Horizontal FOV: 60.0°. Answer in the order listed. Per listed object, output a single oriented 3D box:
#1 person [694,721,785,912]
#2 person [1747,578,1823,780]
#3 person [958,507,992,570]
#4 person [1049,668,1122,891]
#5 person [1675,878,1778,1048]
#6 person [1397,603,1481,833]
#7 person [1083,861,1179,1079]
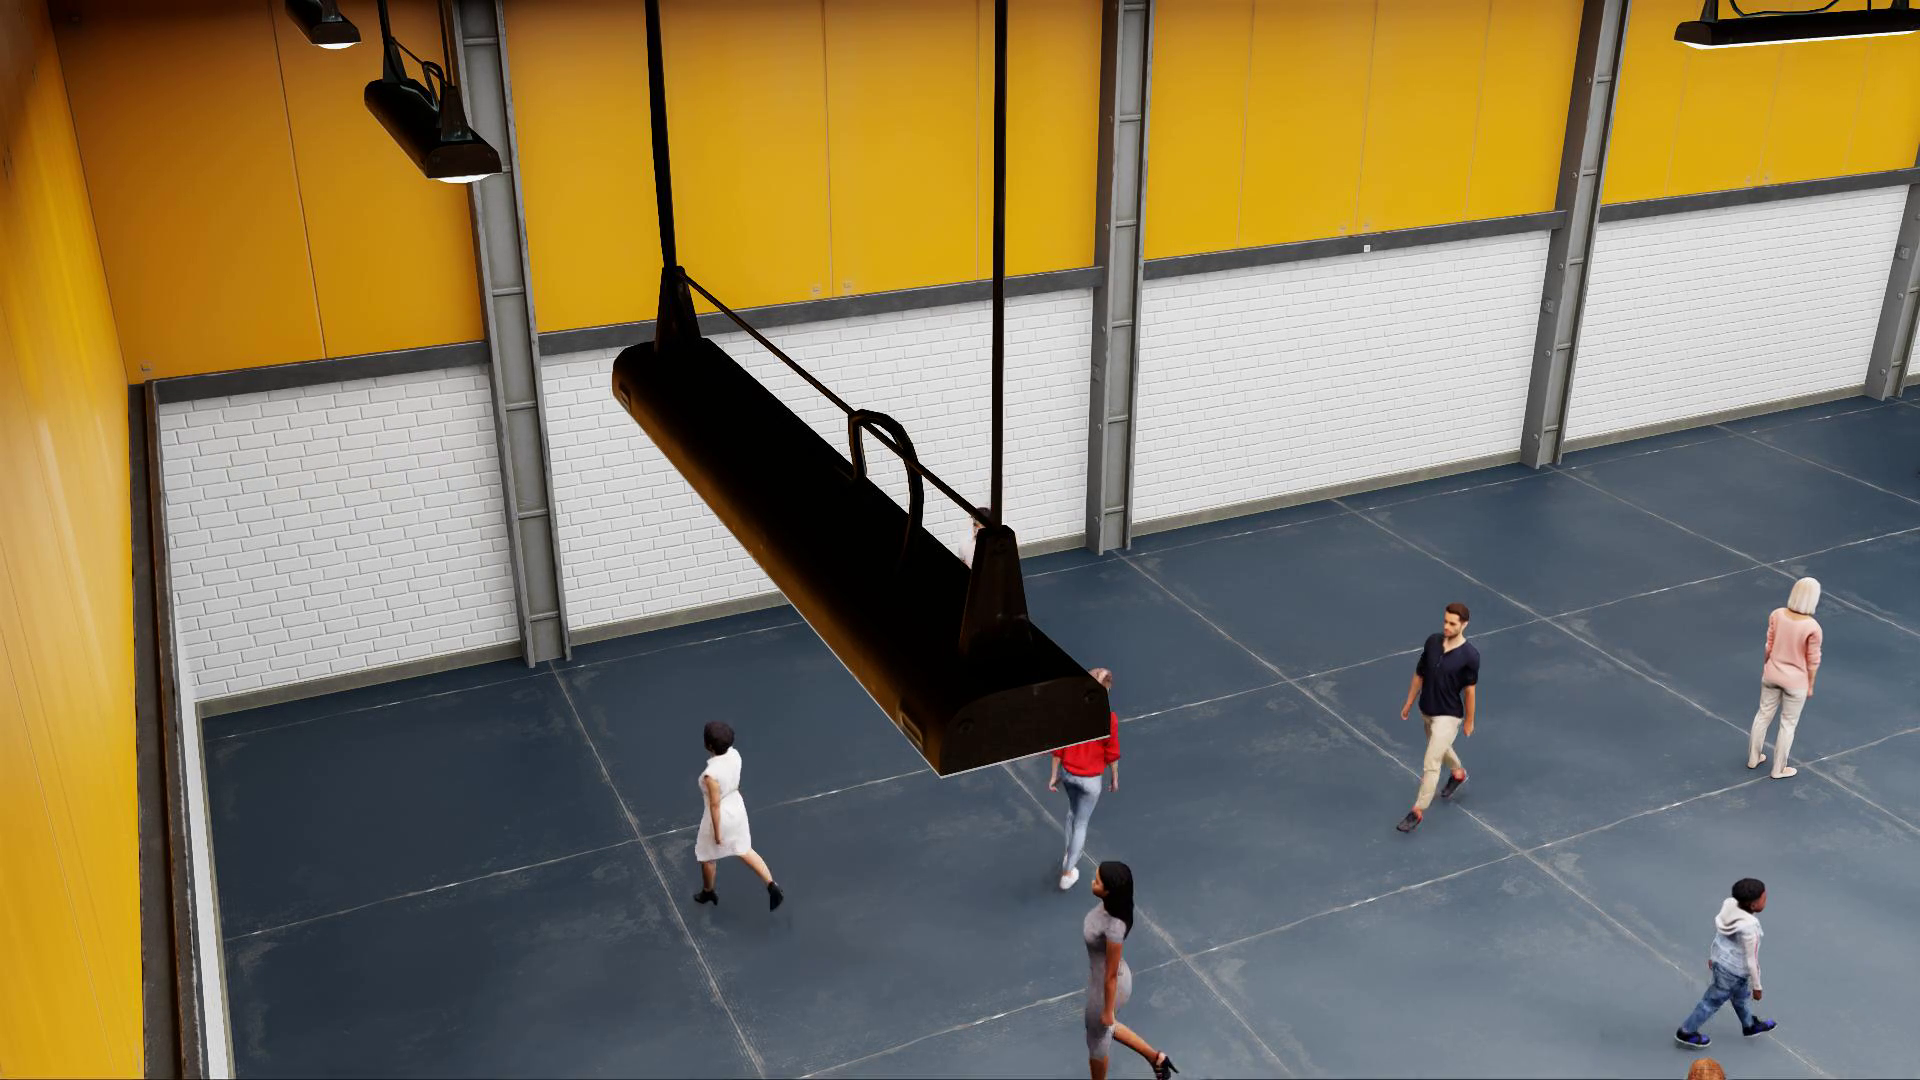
[{"bbox_3d":[-1.575,1.961,11.599,0.969,1.529,0.987,12,26,25],"label":"person"},{"bbox_3d":[6.632,1.093,13.341,0.570,1.725,0.634,-15,28,-31],"label":"person"},{"bbox_3d":[0.224,0.475,14.815,1.110,1.676,1.127,6,24,14],"label":"person"},{"bbox_3d":[0.839,1.743,11.936,0.824,1.659,0.885,7,25,16],"label":"person"},{"bbox_3d":[4.755,2.658,10.382,0.941,1.226,0.743,1,24,1],"label":"person"},{"bbox_3d":[3.742,1.298,12.753,1.236,1.819,0.807,-16,28,-33],"label":"person"},{"bbox_3d":[0.957,2.651,9.724,0.955,1.766,0.819,2,24,4],"label":"person"}]
